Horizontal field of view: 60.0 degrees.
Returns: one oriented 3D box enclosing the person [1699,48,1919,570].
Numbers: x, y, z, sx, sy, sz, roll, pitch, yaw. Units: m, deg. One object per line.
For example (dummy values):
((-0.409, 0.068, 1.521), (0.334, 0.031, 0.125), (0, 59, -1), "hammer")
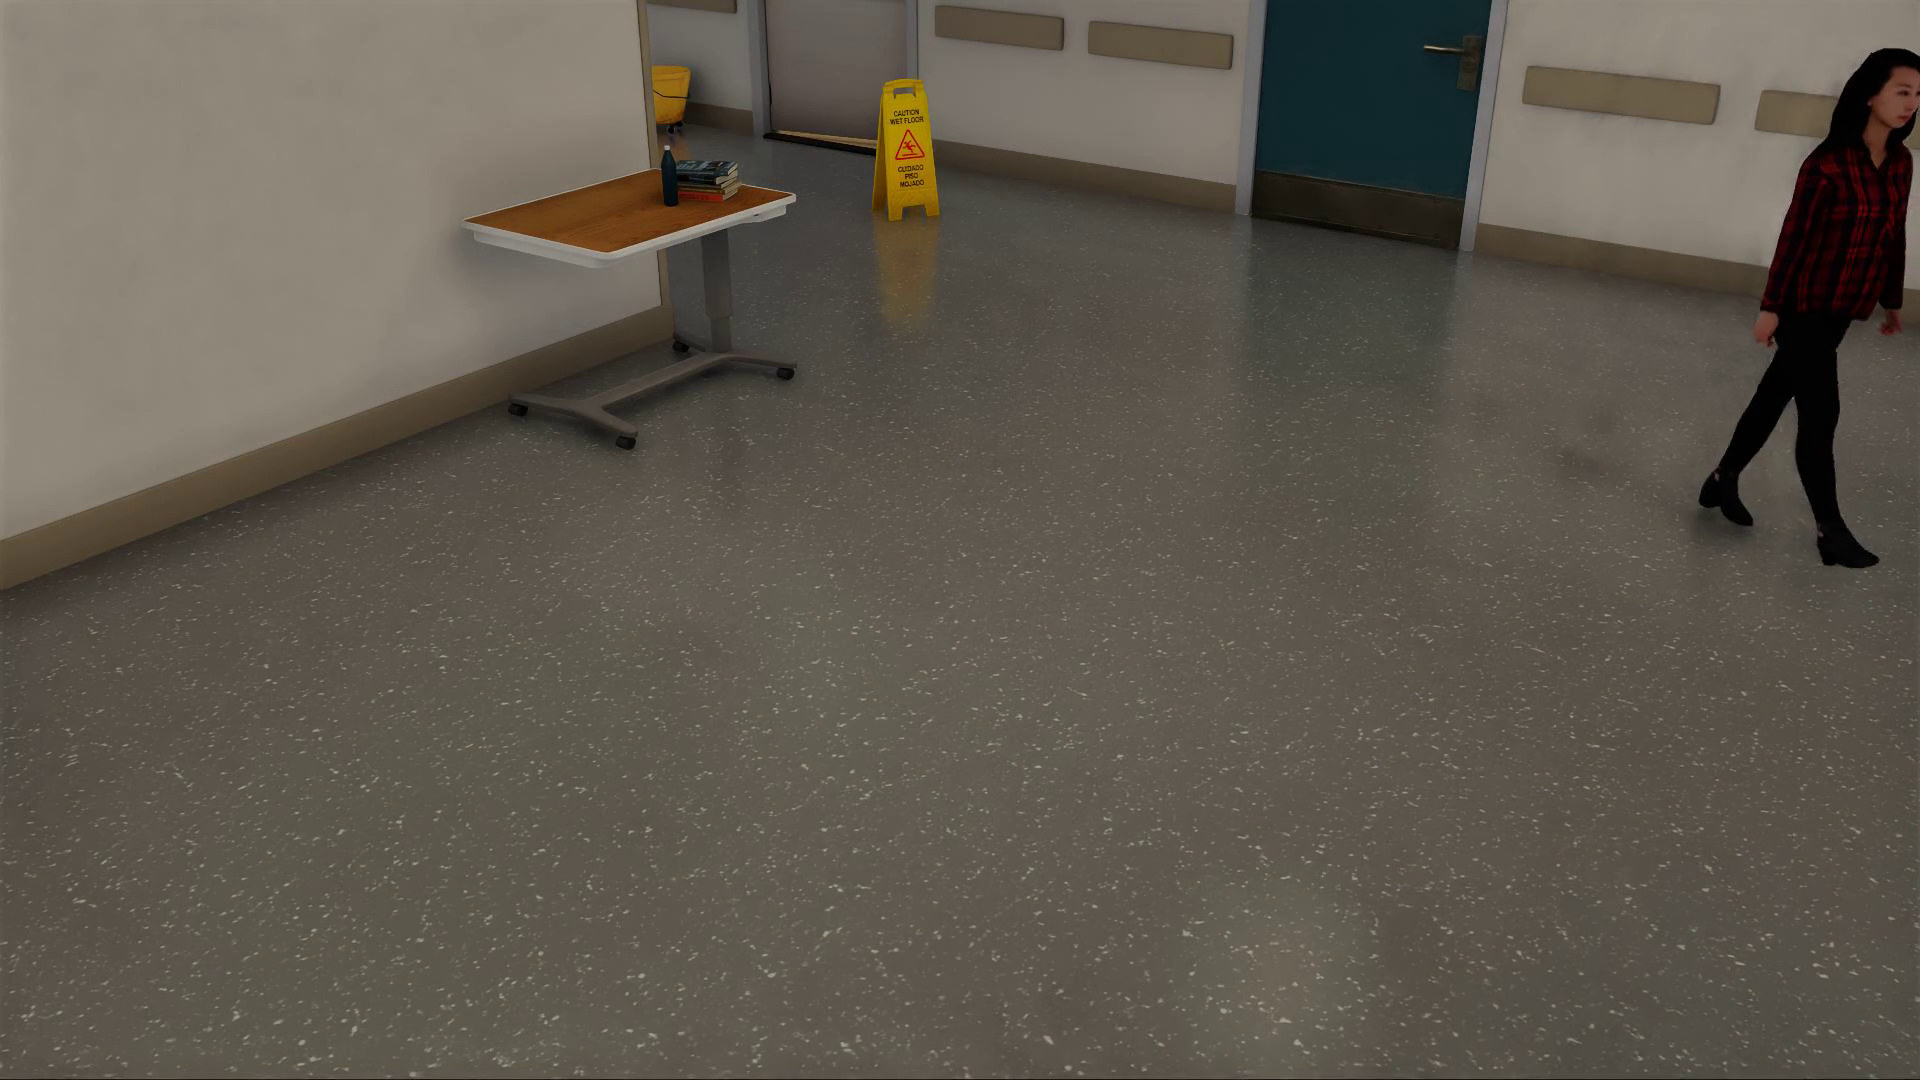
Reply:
((2.721, -0.767, 5.440), (0.896, 1.625, 1.081), (-11, 28, -22), "person")
